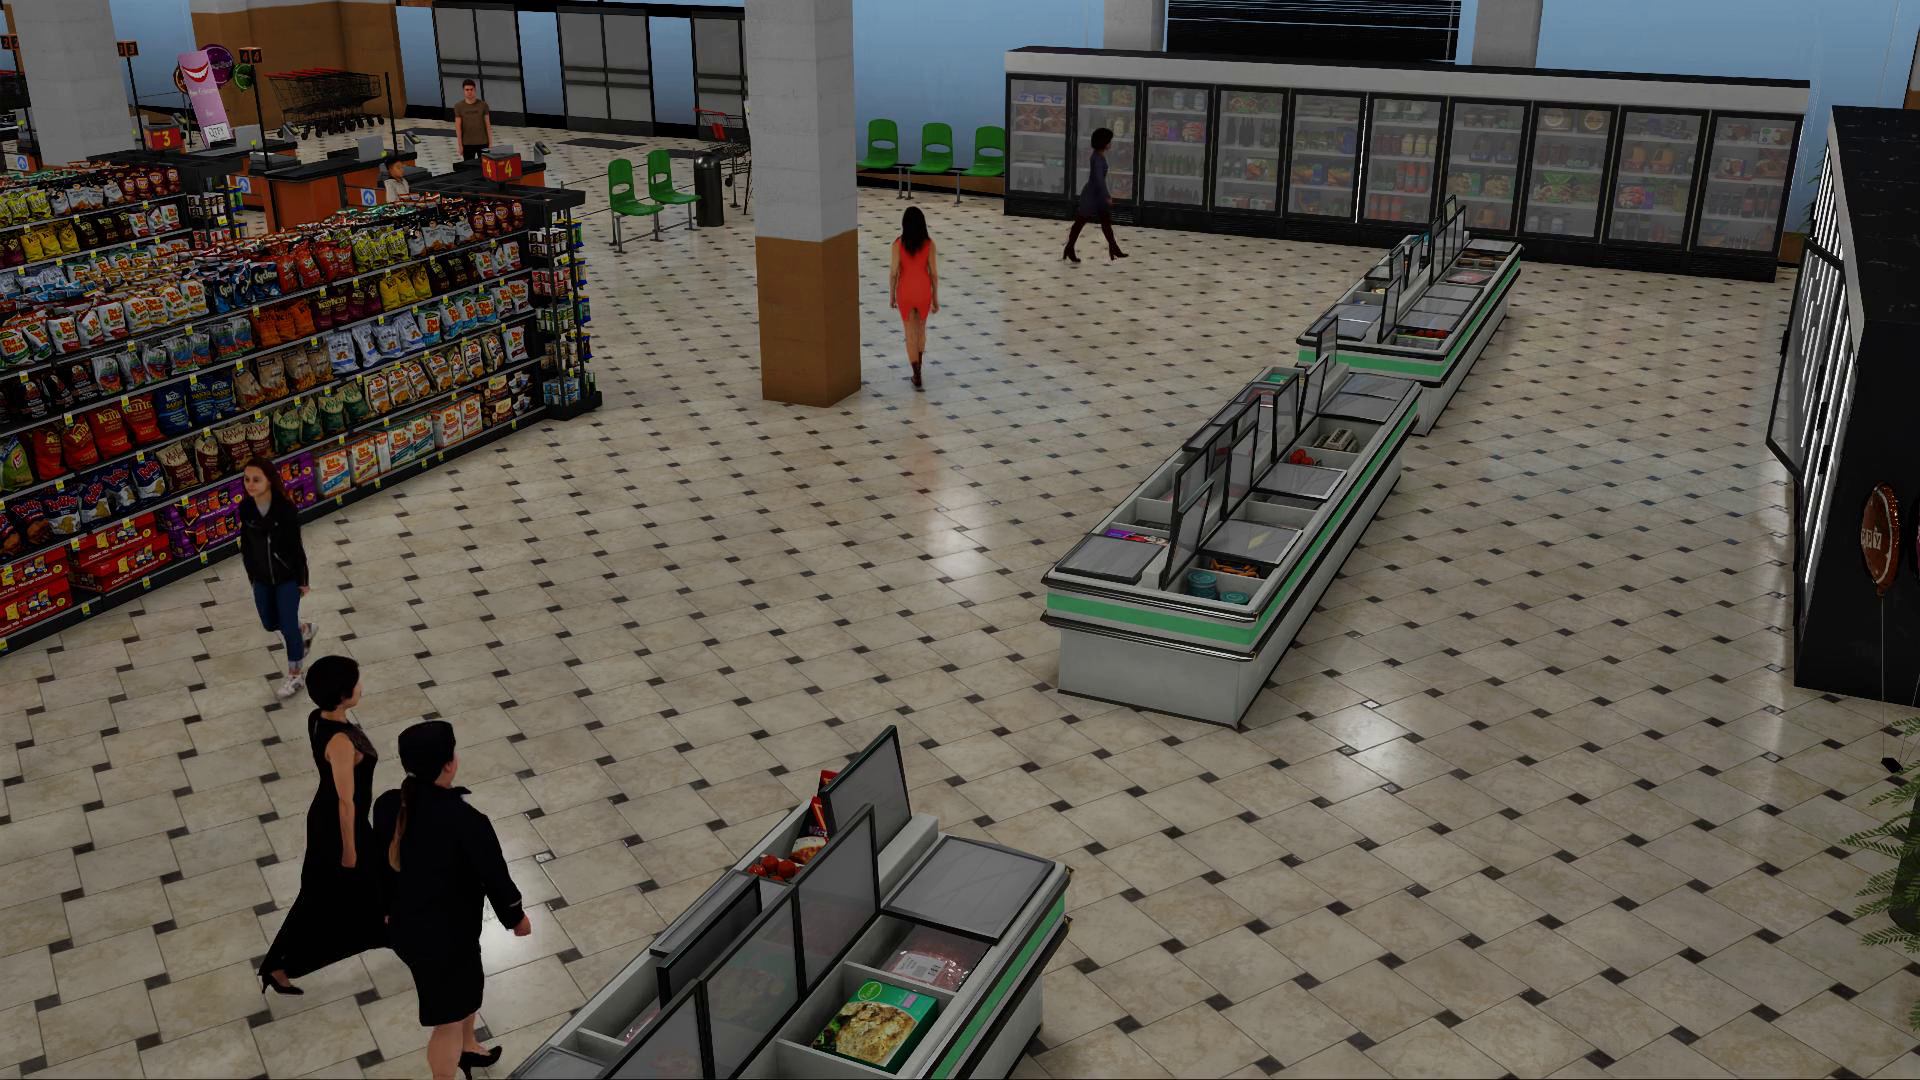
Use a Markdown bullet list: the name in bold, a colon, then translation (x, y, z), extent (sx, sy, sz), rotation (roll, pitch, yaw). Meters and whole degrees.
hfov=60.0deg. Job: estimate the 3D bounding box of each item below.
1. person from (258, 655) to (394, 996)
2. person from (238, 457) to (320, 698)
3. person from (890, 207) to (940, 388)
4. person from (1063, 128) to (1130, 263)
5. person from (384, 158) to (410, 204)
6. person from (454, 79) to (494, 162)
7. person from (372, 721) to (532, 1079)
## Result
- **person**: translation (-2.747, 1.279, 7.150), extent (1.117, 1.559, 0.850), rotation (-20, 29, -40)
- **person**: translation (-4.068, 0.183, 10.000), extent (0.678, 1.469, 0.864), rotation (4, 22, 10)
- **person**: translation (-0.422, -2.295, 15.859), extent (0.928, 1.698, 1.044), rotation (-4, 22, -10)
- **person**: translation (1.571, -4.282, 20.843), extent (0.761, 1.669, 1.034), rotation (5, 22, 13)
- **person**: translation (-6.800, -3.906, 20.194), extent (0.693, 1.455, 0.551), rotation (3, 22, 8)
- **person**: translation (-7.115, -5.816, 24.416), extent (0.727, 1.851, 0.805), rotation (-9, 24, -22)
- **person**: translation (-2.050, 1.535, 6.395), extent (0.756, 1.647, 0.745), rotation (14, 26, 31)
